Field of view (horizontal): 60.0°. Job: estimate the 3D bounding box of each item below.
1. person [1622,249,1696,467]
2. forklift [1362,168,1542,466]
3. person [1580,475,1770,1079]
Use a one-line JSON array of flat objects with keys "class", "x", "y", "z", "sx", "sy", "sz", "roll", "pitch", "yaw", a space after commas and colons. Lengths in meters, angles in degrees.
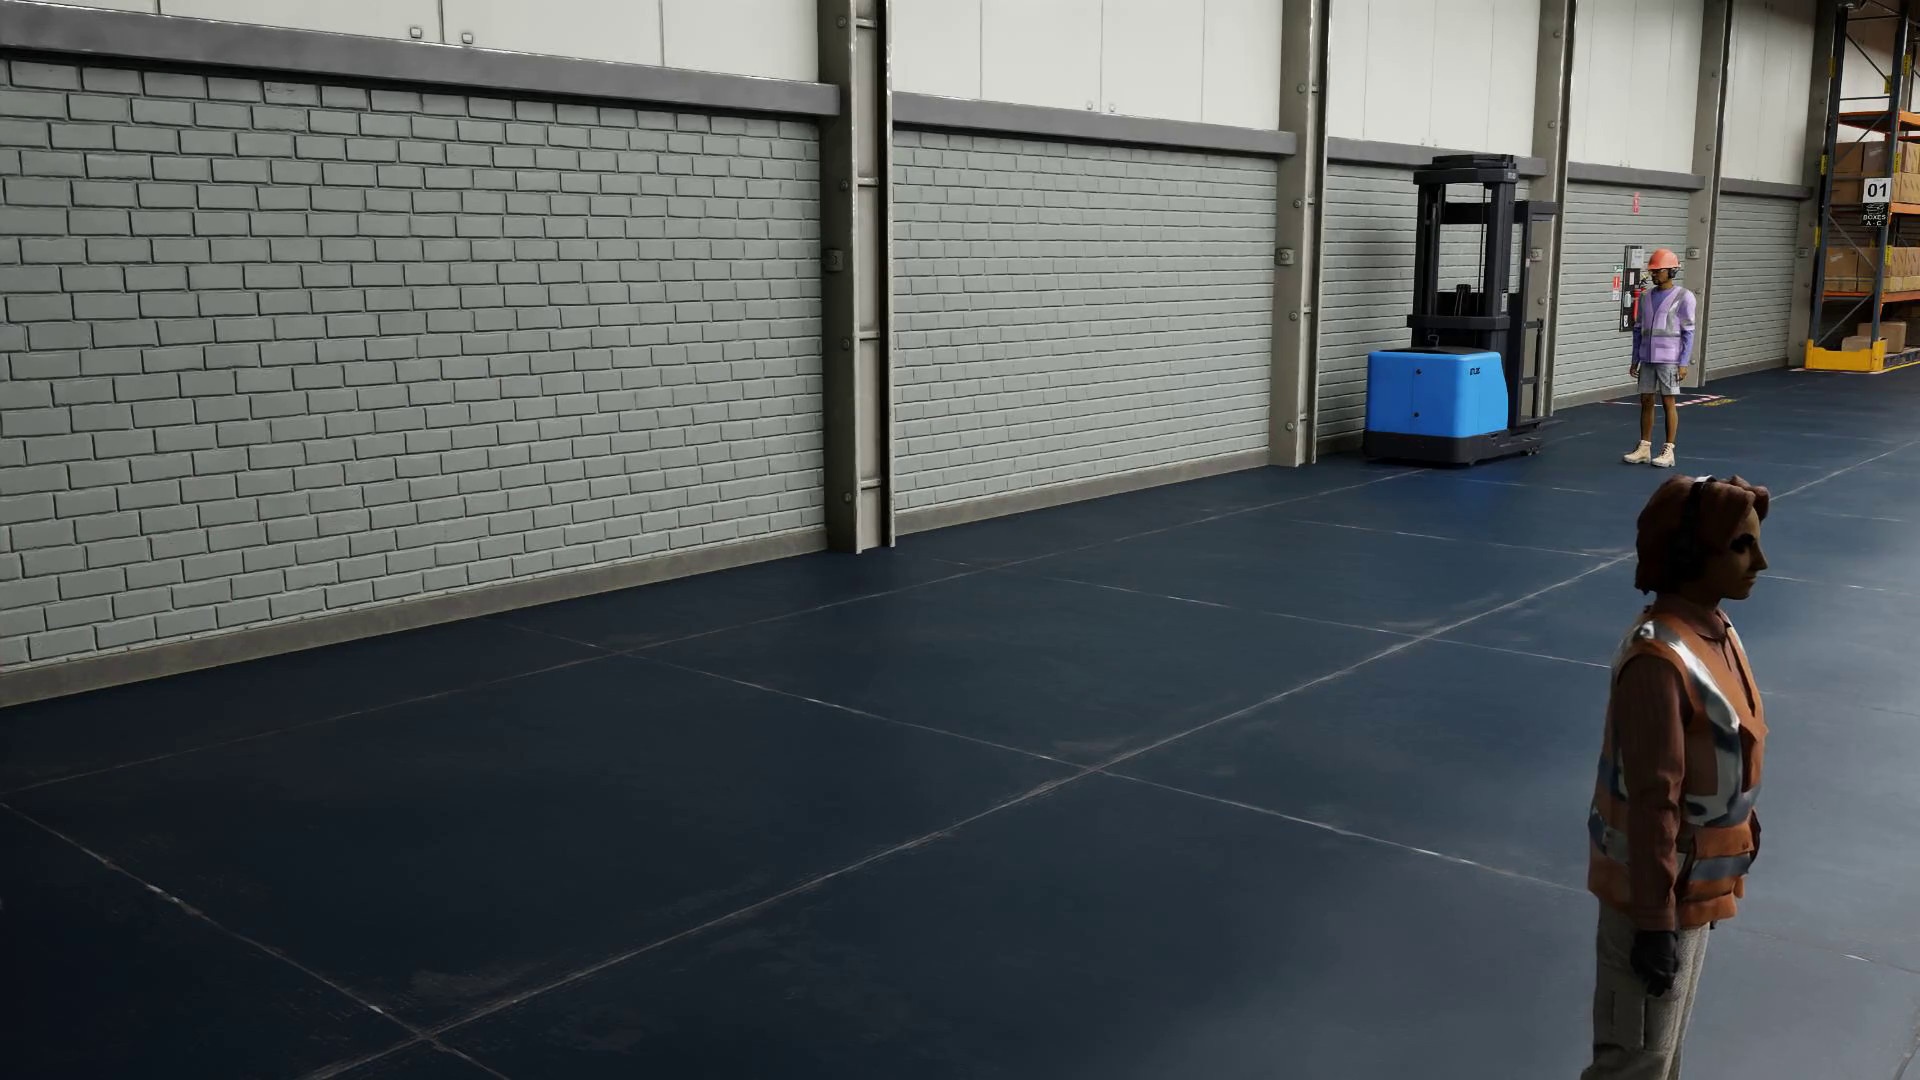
[{"class": "person", "x": 6.602, "y": -1.717, "z": 15.732, "sx": 0.391, "sy": 2.040, "sz": 0.615, "roll": -6, "pitch": 12, "yaw": -30}, {"class": "forklift", "x": 4.875, "y": -2.212, "z": 16.287, "sx": 1.129, "sy": 2.768, "sz": 1.873, "roll": 8, "pitch": 13, "yaw": 40}, {"class": "person", "x": 1.361, "y": 0.685, "z": 3.199, "sx": 0.308, "sy": 1.641, "sz": 0.517, "roll": 6, "pitch": 12, "yaw": 32}]
